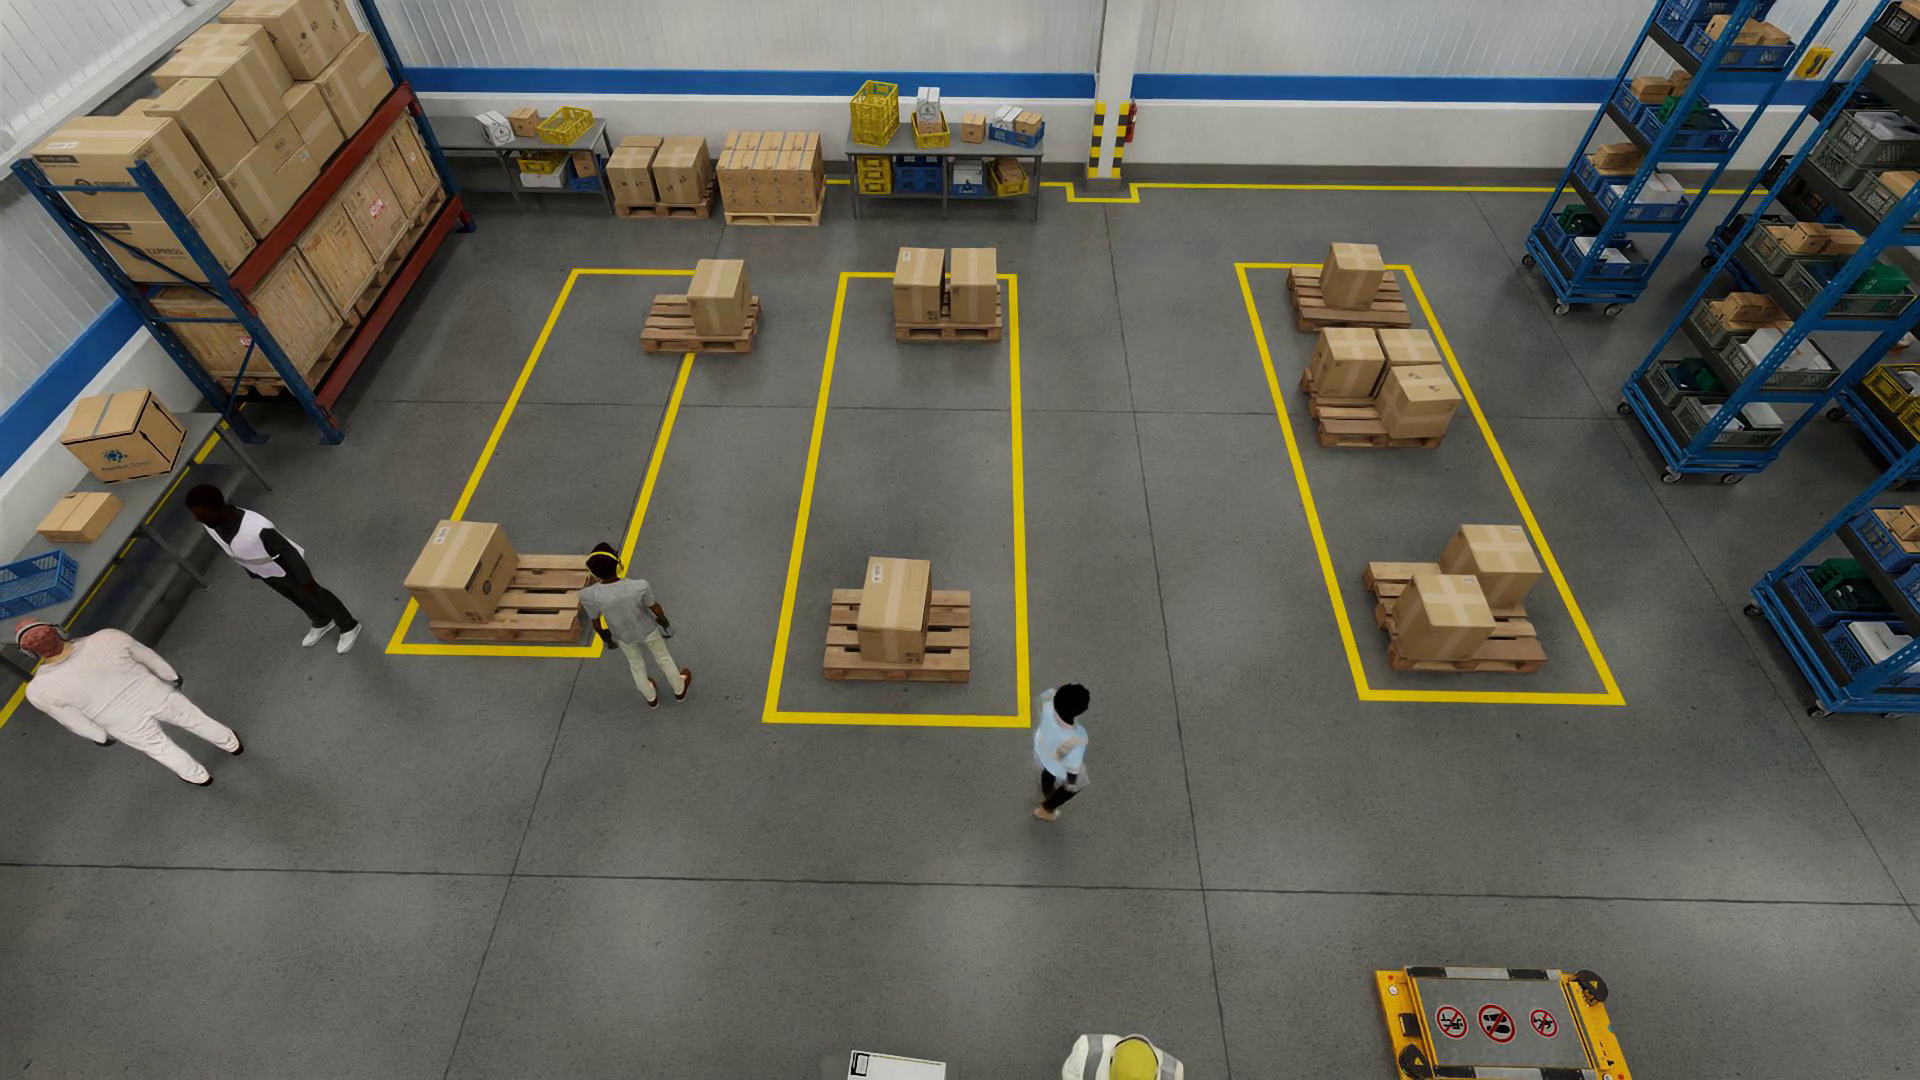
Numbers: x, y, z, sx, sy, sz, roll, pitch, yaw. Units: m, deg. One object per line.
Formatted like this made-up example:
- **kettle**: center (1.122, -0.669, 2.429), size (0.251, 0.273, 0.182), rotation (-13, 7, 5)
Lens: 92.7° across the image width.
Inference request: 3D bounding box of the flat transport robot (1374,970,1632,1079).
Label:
- **flat transport robot**: center (3.501, 3.133, 5.914), size (1.431, 0.197, 0.652), rotation (1, 51, 1)

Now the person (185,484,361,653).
- **person**: center (-5.387, 0.218, 7.235), size (0.588, 1.920, 0.398), rotation (12, 52, 10)

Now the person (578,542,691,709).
- **person**: center (-2.445, 0.669, 6.898), size (0.534, 1.869, 0.315), rotation (-11, 52, -9)

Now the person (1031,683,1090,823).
- **person**: center (0.706, 1.462, 6.365), size (0.357, 1.681, 0.529), rotation (-19, 53, -15)

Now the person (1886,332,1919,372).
- **person**: center (10.631, -2.643, 9.519), size (0.397, 1.992, 0.622), rotation (-17, 53, -13)

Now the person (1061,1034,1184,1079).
- **person**: center (0.839, 3.022, 5.003), size (0.601, 1.830, 0.404), rotation (9, 51, 8)

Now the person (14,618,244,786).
- **person**: center (-5.875, 1.147, 6.485), size (0.408, 1.906, 0.653), rotation (21, 54, 16)
